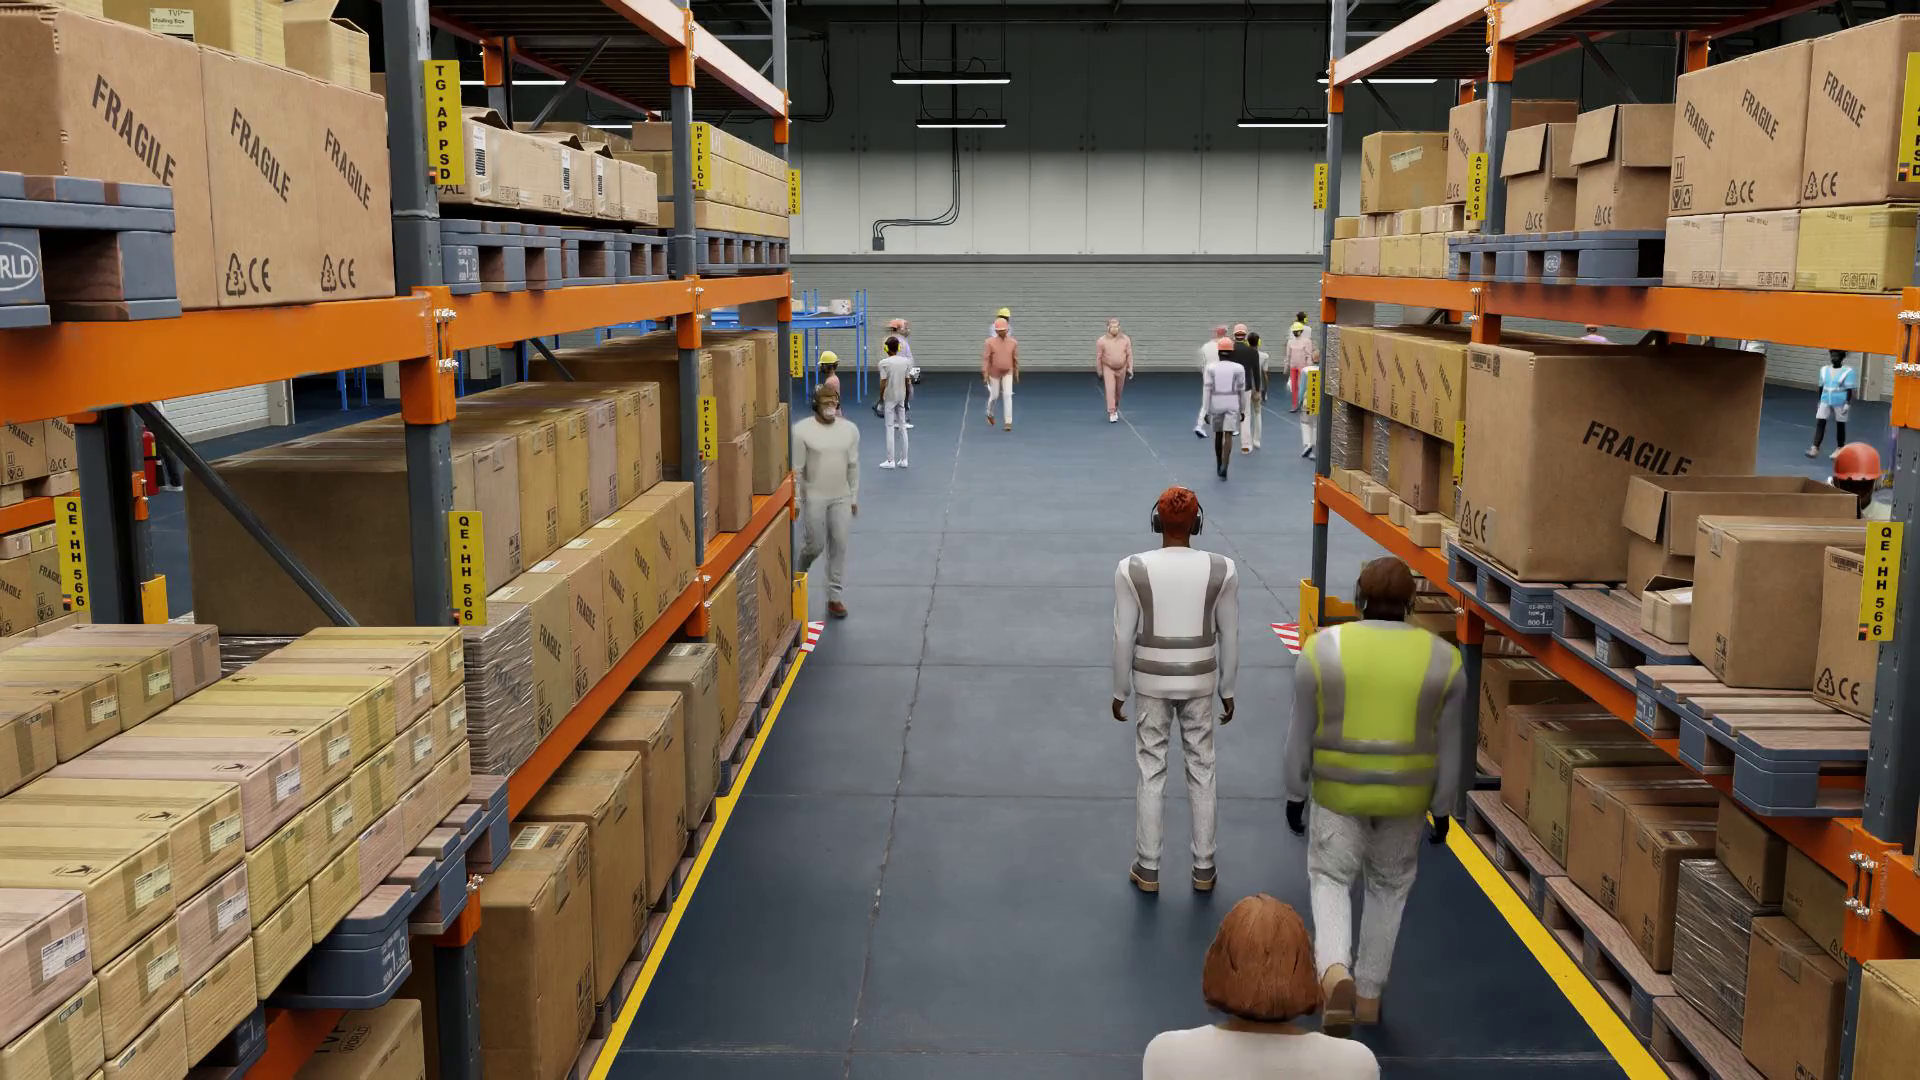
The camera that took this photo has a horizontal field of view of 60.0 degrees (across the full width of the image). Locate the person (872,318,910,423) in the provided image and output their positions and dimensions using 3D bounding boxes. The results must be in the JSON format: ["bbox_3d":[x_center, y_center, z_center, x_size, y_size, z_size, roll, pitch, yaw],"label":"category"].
[{"bbox_3d":[-1.231,-3.072,30.182,0.589,1.902,0.554,-2,10,-12],"label":"person"}]

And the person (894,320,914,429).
[{"bbox_3d":[-0.989,-2.902,29.169,0.430,1.890,0.676,-1,10,-5],"label":"person"}]

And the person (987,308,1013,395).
[{"bbox_3d":[0.902,-4.165,36.676,0.608,1.911,0.587,-9,13,-43],"label":"person"}]

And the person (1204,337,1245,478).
[{"bbox_3d":[3.592,-1.808,22.621,0.553,1.900,0.988,2,10,13],"label":"person"}]

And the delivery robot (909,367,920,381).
[{"bbox_3d":[-1.326,-4.019,39.708,0.707,0.478,0.477,4,10,23],"label":"delivery robot"}]

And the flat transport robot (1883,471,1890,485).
[{"bbox_3d":[12.641,-0.854,21.877,0.652,0.197,1.431,9,13,42],"label":"flat transport robot"}]

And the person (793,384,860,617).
[{"bbox_3d":[-1.147,-0.348,13.808,0.631,1.923,0.642,-5,11,-29],"label":"person"}]

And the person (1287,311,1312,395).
[{"bbox_3d":[7.341,-4.007,35.912,0.516,1.856,0.551,8,12,40],"label":"person"}]

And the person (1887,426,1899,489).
[{"bbox_3d":[8.918,-0.687,15.559,0.889,2.013,0.607,-2,10,-11],"label":"person"}]

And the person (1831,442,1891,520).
[{"bbox_3d":[4.842,0.423,9.071,0.610,1.961,0.889,3,10,20],"label":"person"}]

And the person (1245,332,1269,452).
[{"bbox_3d":[4.518,-2.299,25.795,0.483,1.822,0.913,1,10,6],"label":"person"}]

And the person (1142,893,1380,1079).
[{"bbox_3d":[0.631,1.529,3.531,0.513,1.587,0.881,2,10,10],"label":"person"}]

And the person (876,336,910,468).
[{"bbox_3d":[-0.947,-1.952,23.573,0.521,1.865,0.328,-6,11,-32],"label":"person"}]

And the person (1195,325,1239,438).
[{"bbox_3d":[4.286,-2.644,27.722,0.645,1.868,0.932,8,13,41],"label":"person"}]

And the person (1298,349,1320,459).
[{"bbox_3d":[5.242,-1.999,24.553,0.534,1.621,0.353,0,9,-2],"label":"person"}]

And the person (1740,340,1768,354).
[{"bbox_3d":[17.064,-4.030,35.761,0.605,1.948,0.389,-1,10,-7],"label":"person"}]

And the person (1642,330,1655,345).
[{"bbox_3d":[13.142,-3.278,31.663,0.667,1.819,0.638,-3,10,-19],"label":"person"}]

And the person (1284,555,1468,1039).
[{"bbox_3d":[1.535,0.976,6.174,0.652,1.819,0.677,2,10,9],"label":"person"}]

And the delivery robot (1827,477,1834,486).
[{"bbox_3d":[10.211,-0.588,19.156,0.477,0.478,0.707,4,10,21],"label":"delivery robot"}]

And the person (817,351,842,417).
[{"bbox_3d":[-1.673,-1.542,21.406,0.315,1.767,0.535,-1,10,-4],"label":"person"}]

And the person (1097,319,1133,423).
[{"bbox_3d":[2.833,-3.122,30.560,0.635,1.870,0.960,-2,10,-10],"label":"person"}]

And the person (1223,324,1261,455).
[{"bbox_3d":[4.262,-2.307,25.393,0.652,1.969,0.476,2,10,13],"label":"person"}]

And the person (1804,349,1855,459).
[{"bbox_3d":[12.770,-1.994,24.391,0.819,1.656,0.557,-7,12,-35],"label":"person"}]

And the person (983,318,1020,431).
[{"bbox_3d":[0.704,-2.926,29.163,0.652,1.954,0.904,-2,10,-9],"label":"person"}]

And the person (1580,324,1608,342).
[{"bbox_3d":[11.375,-3.051,29.965,0.561,1.925,0.599,2,10,12],"label":"person"}]

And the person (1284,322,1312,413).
[{"bbox_3d":[6.533,-3.346,32.224,0.557,1.751,0.363,8,12,40],"label":"person"}]

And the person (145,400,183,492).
[{"bbox_3d":[-10.349,-1.514,20.955,0.548,1.877,0.758,4,10,24],"label":"person"}]

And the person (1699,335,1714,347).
[{"bbox_3d":[17.294,-4.424,38.588,0.338,1.804,0.650,6,11,33],"label":"person"}]

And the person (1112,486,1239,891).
[{"bbox_3d":[0.993,0.686,7.701,0.581,1.882,0.339,0,9,0],"label":"person"}]
